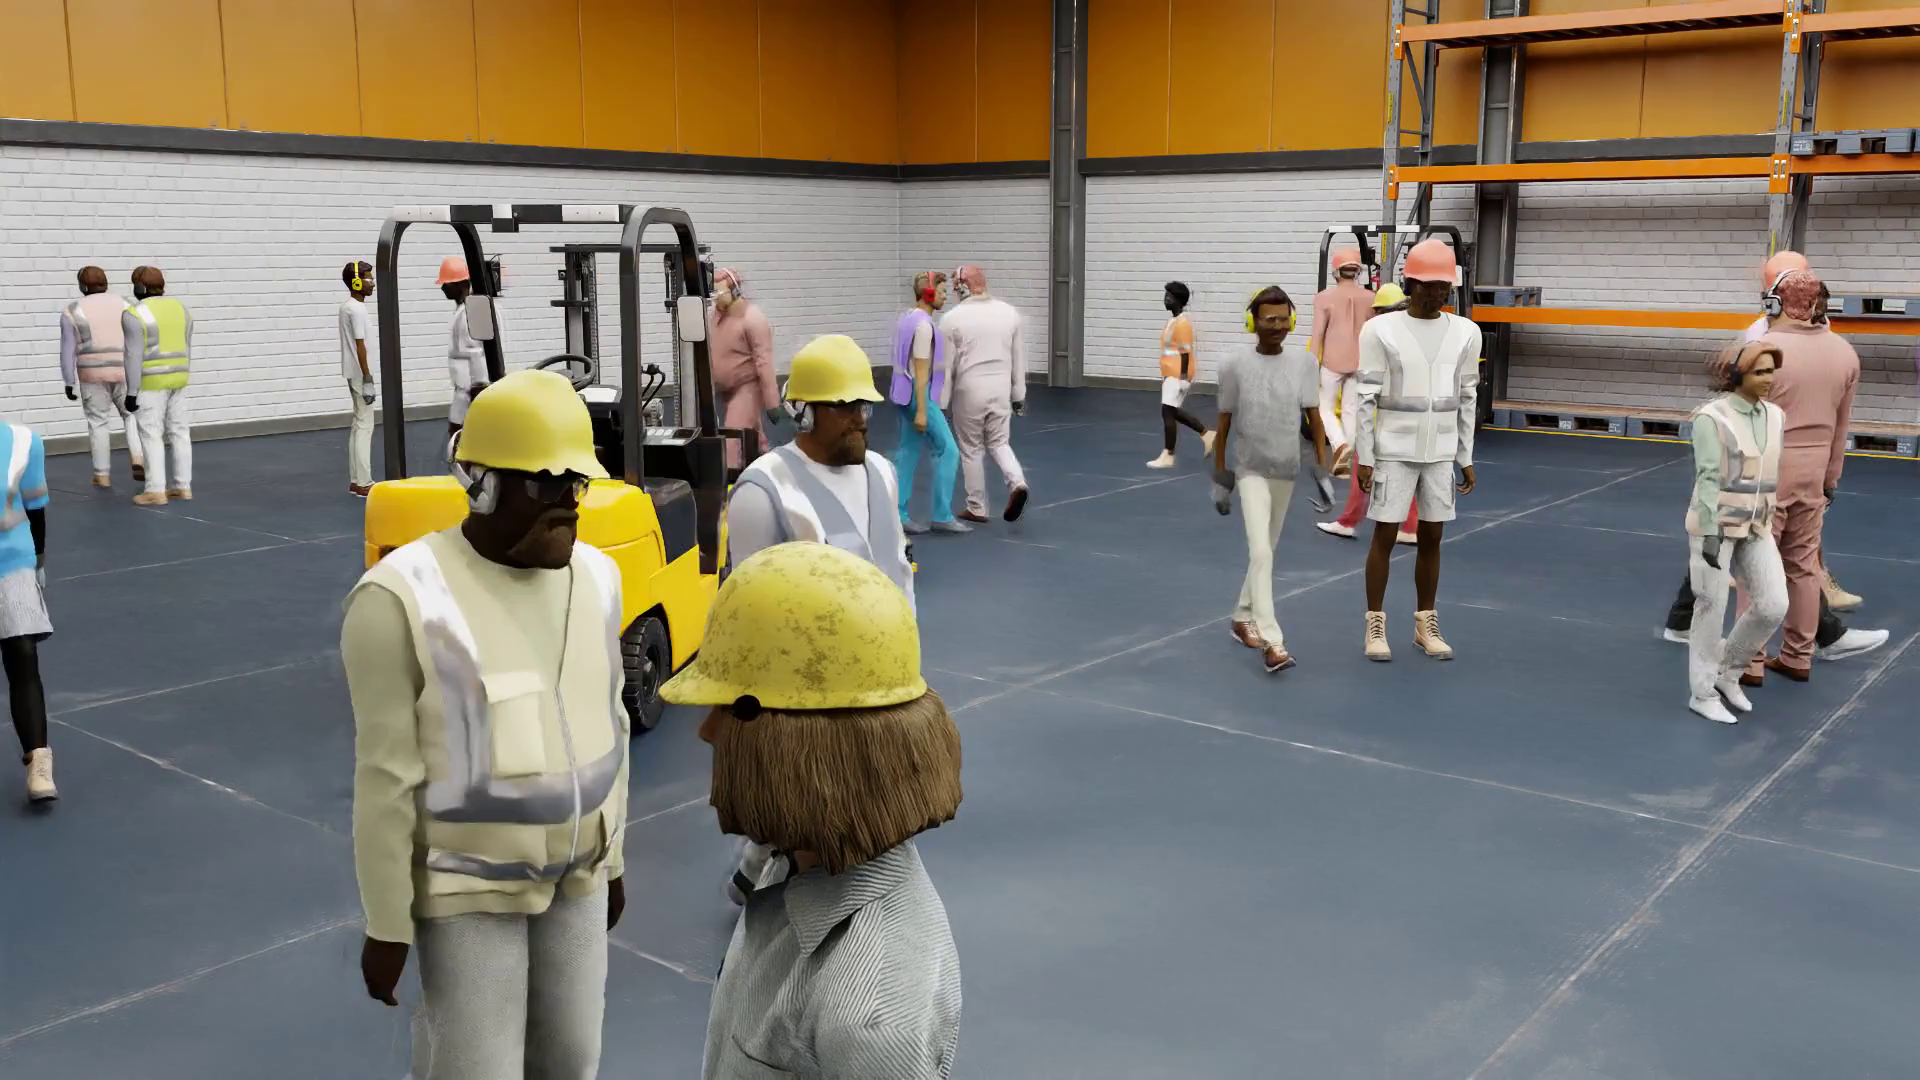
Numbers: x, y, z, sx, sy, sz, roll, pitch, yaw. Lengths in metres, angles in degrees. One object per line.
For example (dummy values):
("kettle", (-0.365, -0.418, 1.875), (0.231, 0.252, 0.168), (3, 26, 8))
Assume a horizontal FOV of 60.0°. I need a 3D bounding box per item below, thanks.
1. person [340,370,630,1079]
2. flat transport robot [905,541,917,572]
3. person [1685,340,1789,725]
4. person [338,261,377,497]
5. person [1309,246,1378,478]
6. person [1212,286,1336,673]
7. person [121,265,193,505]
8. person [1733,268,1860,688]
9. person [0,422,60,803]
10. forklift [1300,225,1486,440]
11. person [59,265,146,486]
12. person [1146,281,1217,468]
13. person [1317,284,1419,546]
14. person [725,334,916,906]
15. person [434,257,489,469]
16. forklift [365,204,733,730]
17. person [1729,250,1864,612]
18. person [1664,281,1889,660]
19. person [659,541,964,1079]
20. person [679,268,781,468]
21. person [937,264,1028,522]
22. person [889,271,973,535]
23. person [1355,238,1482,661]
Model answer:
("person", (-0.858, 0.590, 3.071), (0.526, 1.810, 0.605), (8, 13, 37))
("flat transport robot", (-0.799, 0.014, 10.528), (0.652, 0.197, 1.431), (-4, 11, -19))
("person", (3.258, -0.023, 6.982), (0.519, 1.624, 0.372), (-4, 11, -20))
("person", (-4.744, -1.275, 13.238), (0.319, 1.870, 0.532), (-6, 12, -29))
("person", (3.266, -1.478, 14.055), (0.619, 1.982, 0.597), (-2, 10, -10))
("person", (1.502, -0.302, 7.993), (0.524, 1.818, 0.970), (-2, 10, -10))
("person", (-6.214, -1.196, 12.880), (0.430, 1.843, 0.629), (4, 11, 20))
("person", (3.732, -0.279, 7.619), (0.655, 1.906, 0.407), (-3, 11, -18))
("person", (-3.538, 0.138, 5.975), (0.534, 1.659, 0.863), (-7, 12, -33))
("forklift", (4.449, -2.115, 16.993), (1.214, 2.155, 2.313), (8, 13, 38))
("person", (-7.035, -1.341, 13.709), (0.677, 1.830, 0.535), (-8, 13, -38))
("person", (2.011, -1.475, 14.854), (0.615, 1.678, 0.534), (0, 10, -2))
("person", (2.808, -0.845, 11.206), (0.556, 1.732, 0.795), (-10, 14, -43))
("person", (-0.388, 0.325, 4.602), (0.910, 1.795, 0.605), (8, 13, 37))
("person", (-3.726, -1.235, 12.920), (0.749, 1.910, 0.571), (-3, 11, -17))
("forklift", (-1.766, -0.406, 7.525), (1.214, 2.155, 2.313), (1, 10, 7))
("person", (4.596, -0.618, 9.271), (0.622, 1.985, 0.913), (-8, 13, -38))
("person", (4.011, -0.343, 8.112), (1.032, 1.852, 0.603), (6, 12, 31))
("person", (-0.144, 0.861, 1.756), (0.294, 1.744, 0.486), (-2, 11, -13))
("person", (-1.633, -1.034, 12.005), (0.964, 1.839, 0.790), (-7, 12, -34))
("person", (0.172, -1.015, 11.819), (0.682, 1.873, 0.691), (-5, 11, -26))
("person", (-0.184, -0.927, 11.424), (0.729, 1.817, 0.591), (-2, 10, -11))
("person", (2.216, -0.423, 8.047), (0.607, 2.041, 0.377), (-1, 10, -6))
